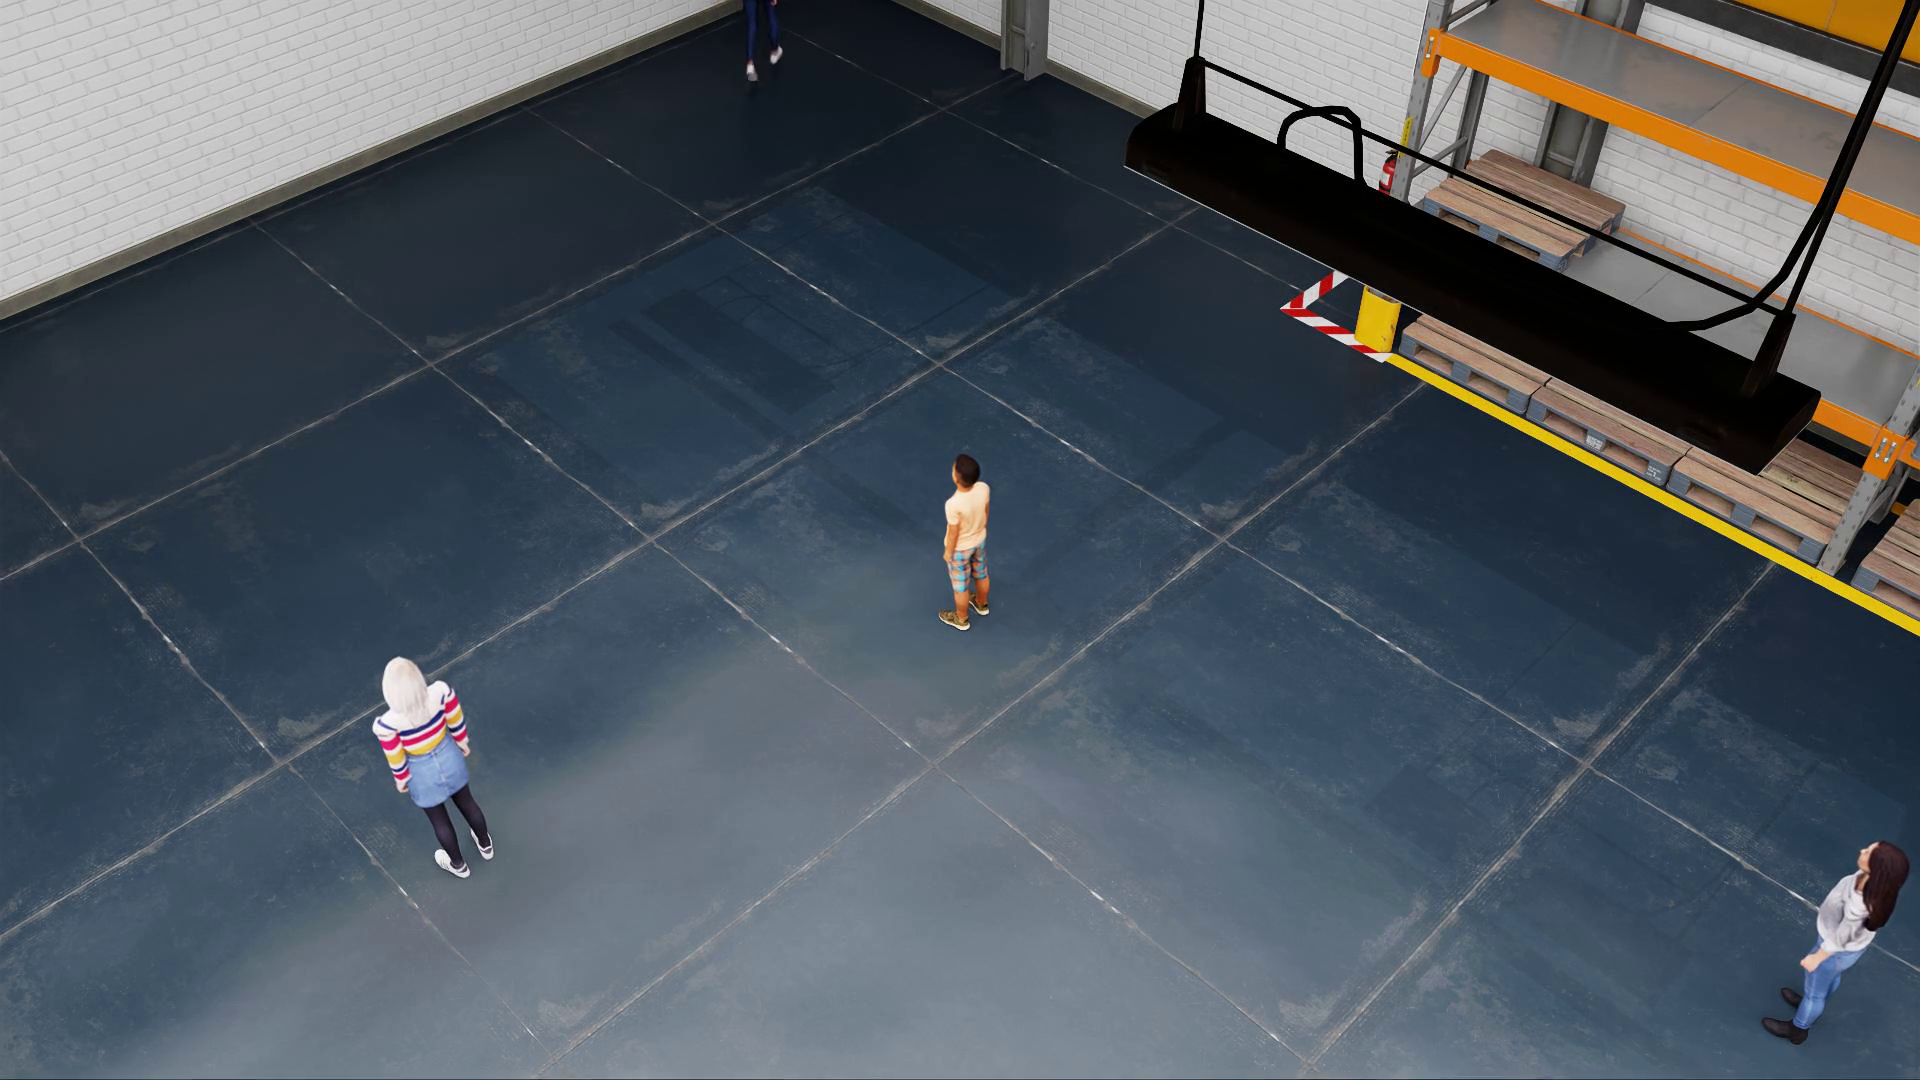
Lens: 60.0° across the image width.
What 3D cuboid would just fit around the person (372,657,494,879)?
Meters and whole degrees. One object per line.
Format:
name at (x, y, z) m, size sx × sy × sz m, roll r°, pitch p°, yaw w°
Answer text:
person at (-3.045, 1.314, 9.638) m, size 0.649 × 1.808 × 0.511 m, roll -33°, pitch 53°, yaw -30°

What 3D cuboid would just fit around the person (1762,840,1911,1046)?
person at (4.709, 2.152, 8.885) m, size 0.597 × 1.632 × 0.499 m, roll -33°, pitch 53°, yaw -30°

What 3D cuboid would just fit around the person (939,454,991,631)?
person at (0.049, 0.009, 11.259) m, size 0.523 × 1.461 × 0.478 m, roll -33°, pitch 53°, yaw -30°

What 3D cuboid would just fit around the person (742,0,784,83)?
person at (-2.072, -5.504, 16.838) m, size 1.108 × 1.747 × 1.070 m, roll 6°, pitch 44°, yaw 6°
